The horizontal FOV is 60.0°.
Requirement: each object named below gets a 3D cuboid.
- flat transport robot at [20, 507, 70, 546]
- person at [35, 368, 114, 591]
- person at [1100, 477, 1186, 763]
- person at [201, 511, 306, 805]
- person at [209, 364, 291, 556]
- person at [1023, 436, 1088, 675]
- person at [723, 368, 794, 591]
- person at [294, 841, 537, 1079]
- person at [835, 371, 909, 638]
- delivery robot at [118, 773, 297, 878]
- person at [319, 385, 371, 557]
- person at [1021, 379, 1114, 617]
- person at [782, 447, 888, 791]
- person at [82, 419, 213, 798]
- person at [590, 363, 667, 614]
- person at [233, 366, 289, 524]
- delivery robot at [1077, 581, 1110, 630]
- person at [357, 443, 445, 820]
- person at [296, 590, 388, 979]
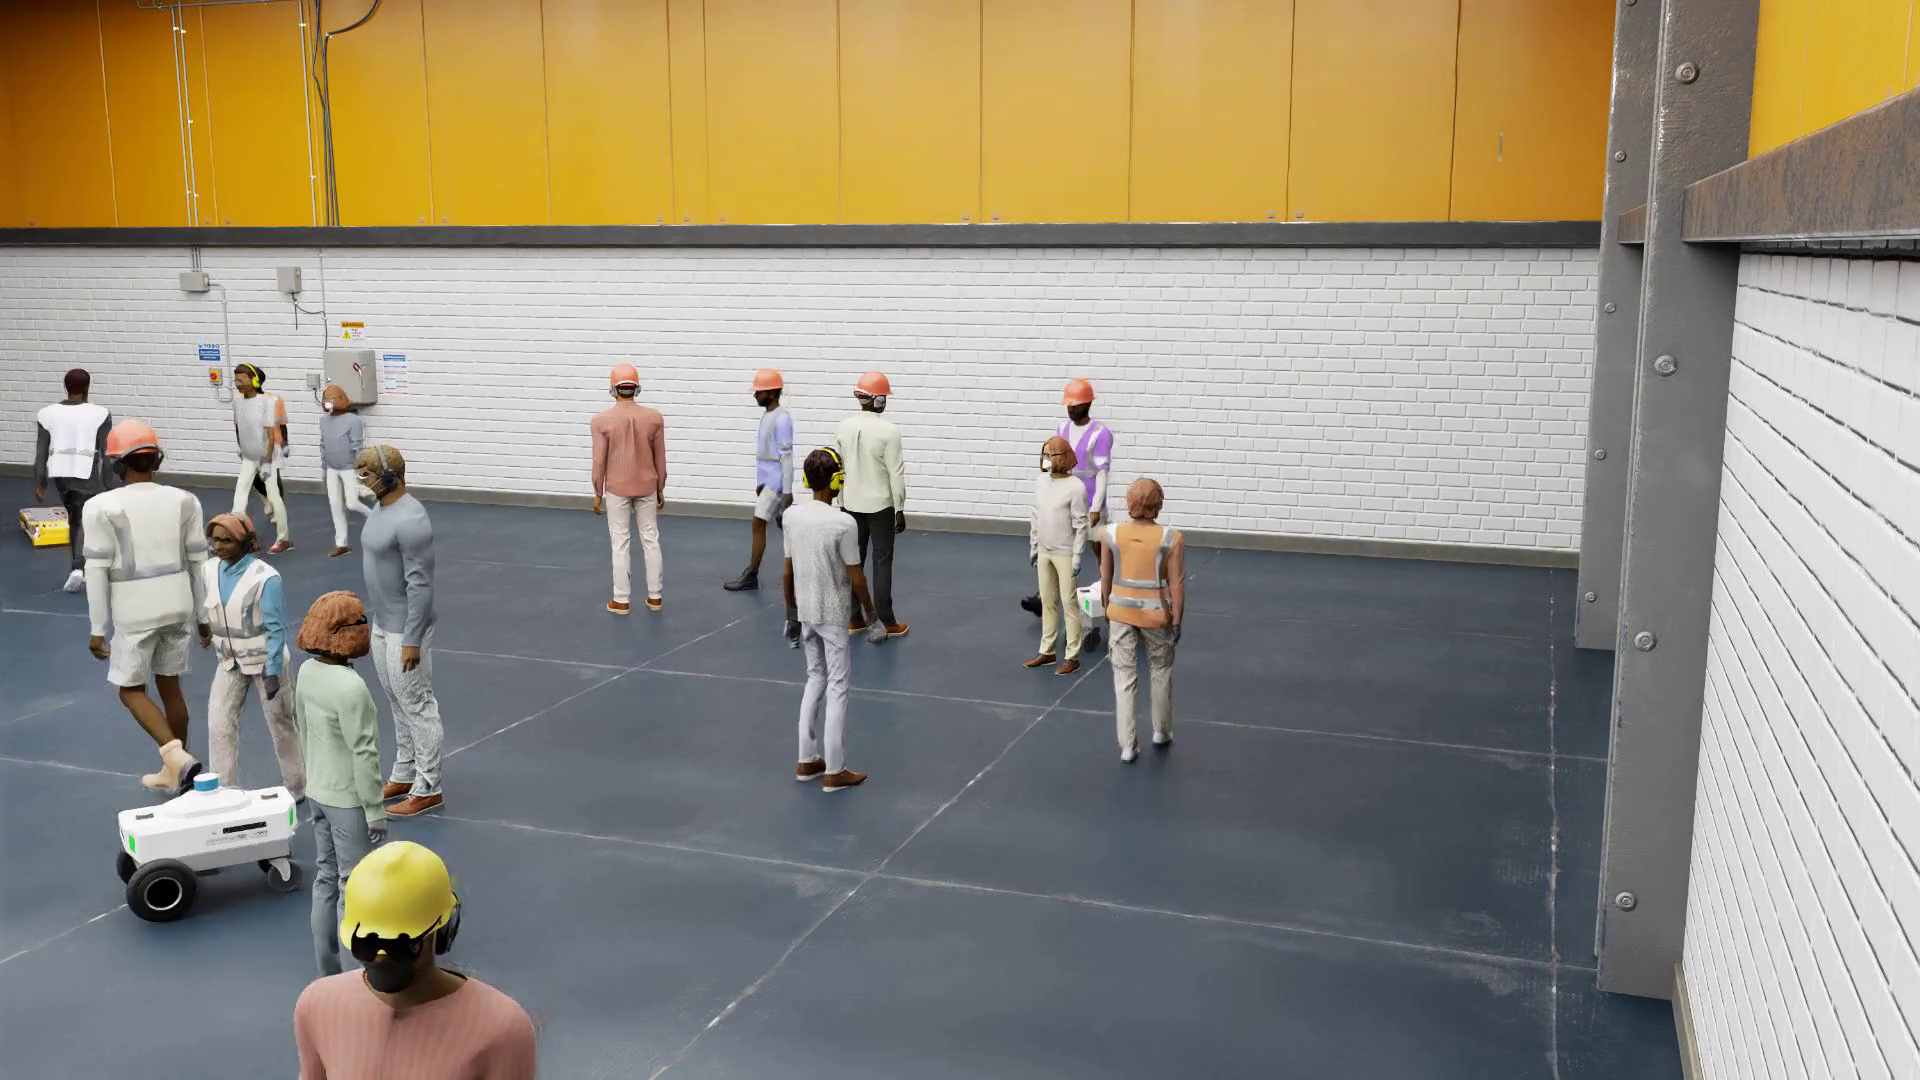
[{"bbox_3d":[-9.032,-0.167,16.742,0.652,0.197,1.431,-7,12,-33],"label":"flat transport robot"},{"bbox_3d":[-7.578,-0.517,14.207,0.597,1.883,0.849,-1,10,-3],"label":"person"},{"bbox_3d":[1.061,0.438,9.562,0.519,1.614,0.662,3,10,16],"label":"person"},{"bbox_3d":[-3.611,0.650,8.366,0.525,1.596,0.746,4,11,21],"label":"person"},{"bbox_3d":[-6.618,-0.722,15.509,0.516,1.818,0.938,3,10,15],"label":"person"},{"bbox_3d":[0.662,0.102,11.393,0.280,1.633,0.503,-9,13,-40],"label":"person"},{"bbox_3d":[-1.533,-0.524,14.192,0.966,1.900,0.558,-4,11,-19],"label":"person"},{"bbox_3d":[-1.119,1.445,3.446,0.565,1.753,0.399,1,10,7],"label":"person"},{"bbox_3d":[-0.654,-0.264,12.437,0.622,1.992,0.394,7,12,34],"label":"person"},{"bbox_3d":[-3.365,1.292,7.464,0.707,0.478,0.477,-6,12,-31],"label":"delivery robot"},{"bbox_3d":[-5.801,-0.669,15.773,0.497,1.621,0.539,4,11,21],"label":"person"},{"bbox_3d":[0.891,-0.308,12.995,0.556,1.881,0.992,9,13,41],"label":"person"},{"bbox_3d":[-0.688,0.429,8.920,0.532,1.865,0.401,8,13,39],"label":"person"},{"bbox_3d":[-4.165,0.393,8.637,0.686,2.030,0.638,7,12,35],"label":"person"},{"bbox_3d":[-2.635,-0.406,13.234,0.612,1.995,0.392,-5,11,-28],"label":"person"},{"bbox_3d":[-7.323,-1.008,17.498,0.558,1.669,0.488,0,10,0],"label":"person"},{"bbox_3d":[1.134,0.452,12.196,0.707,0.478,0.477,-5,11,-27],"label":"delivery robot"},{"bbox_3d":[-2.876,0.460,8.533,0.371,1.934,0.627,-7,12,-34],"label":"person"},{"bbox_3d":[-2.337,0.997,6.349,0.498,1.634,0.279,10,14,44],"label":"person"}]
